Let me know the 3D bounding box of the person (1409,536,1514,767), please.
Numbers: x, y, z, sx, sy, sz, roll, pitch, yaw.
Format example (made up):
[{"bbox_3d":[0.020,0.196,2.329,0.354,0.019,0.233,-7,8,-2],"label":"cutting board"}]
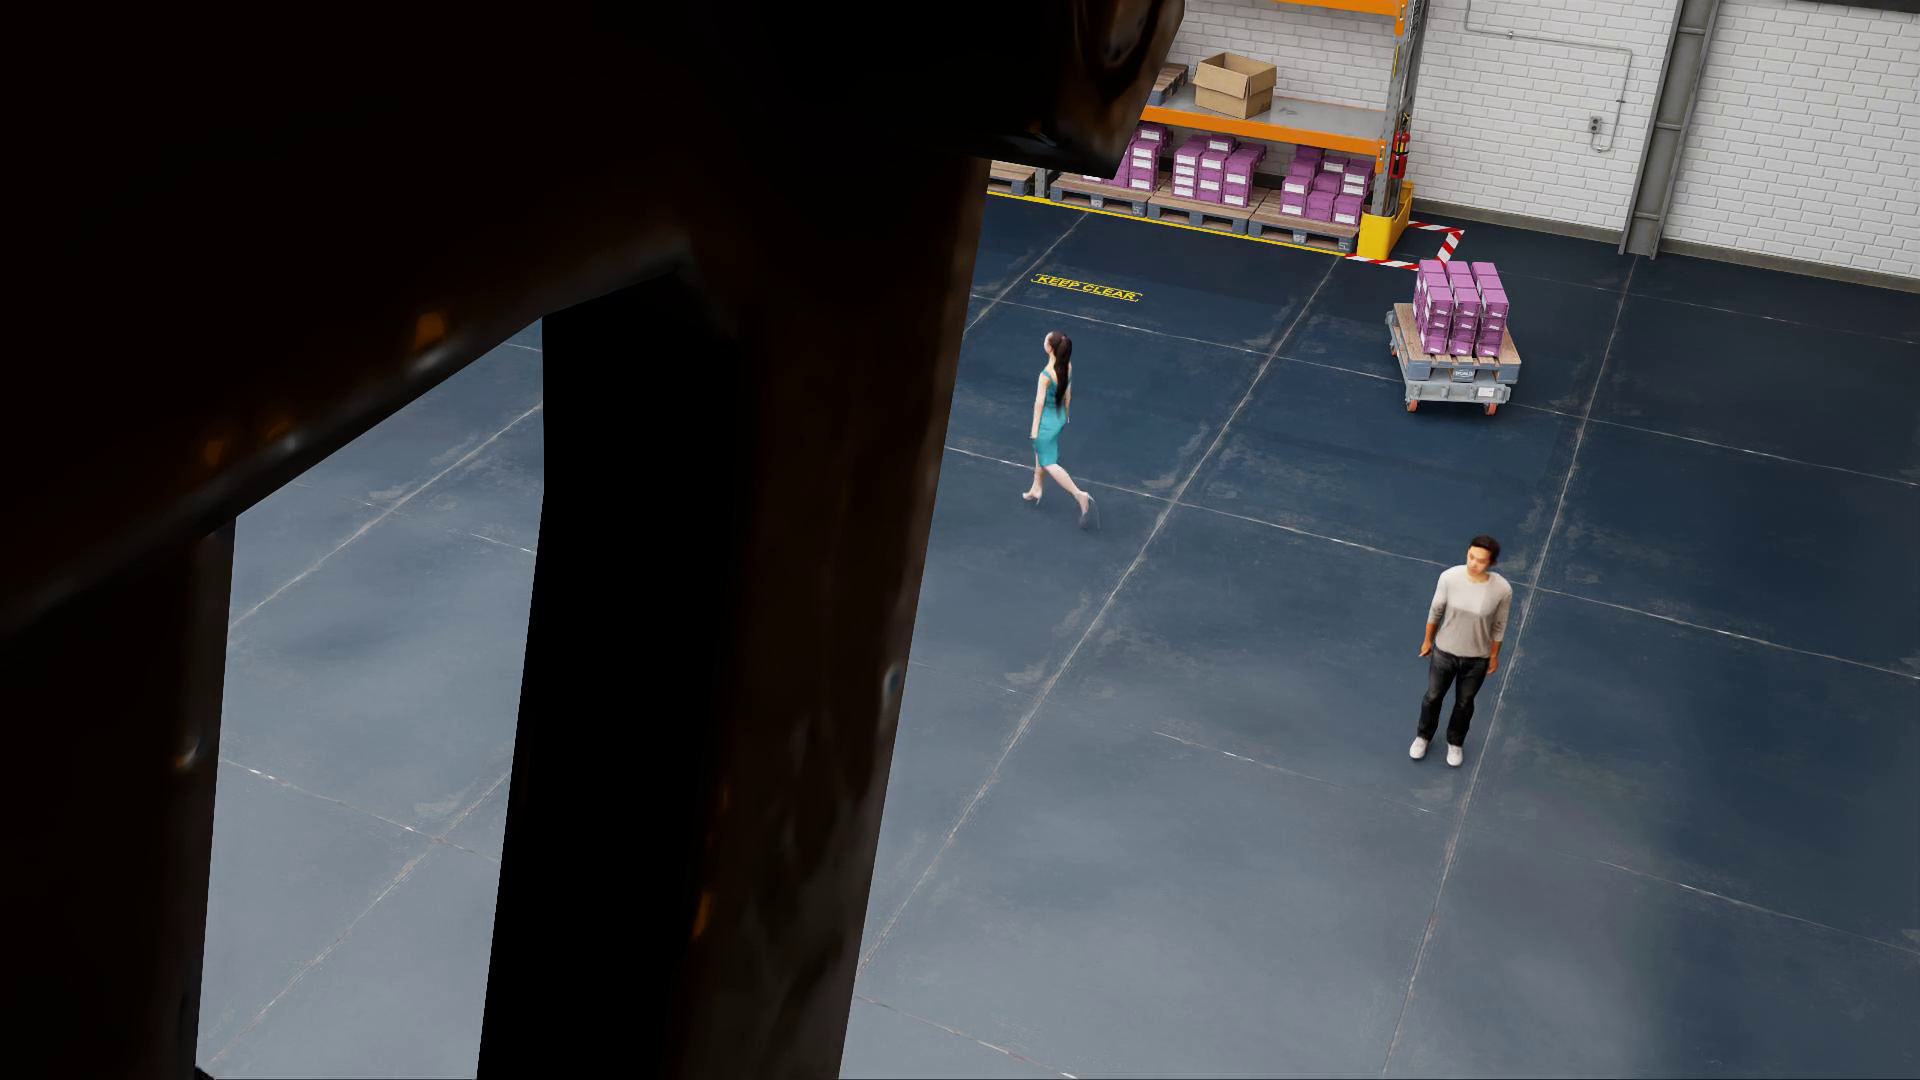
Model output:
[{"bbox_3d":[3.342,0.713,11.058,0.491,1.810,0.727,11,35,16],"label":"person"}]

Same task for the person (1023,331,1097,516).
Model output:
[{"bbox_3d":[0.799,-0.912,13.639,1.017,1.659,0.698,24,40,31],"label":"person"}]
